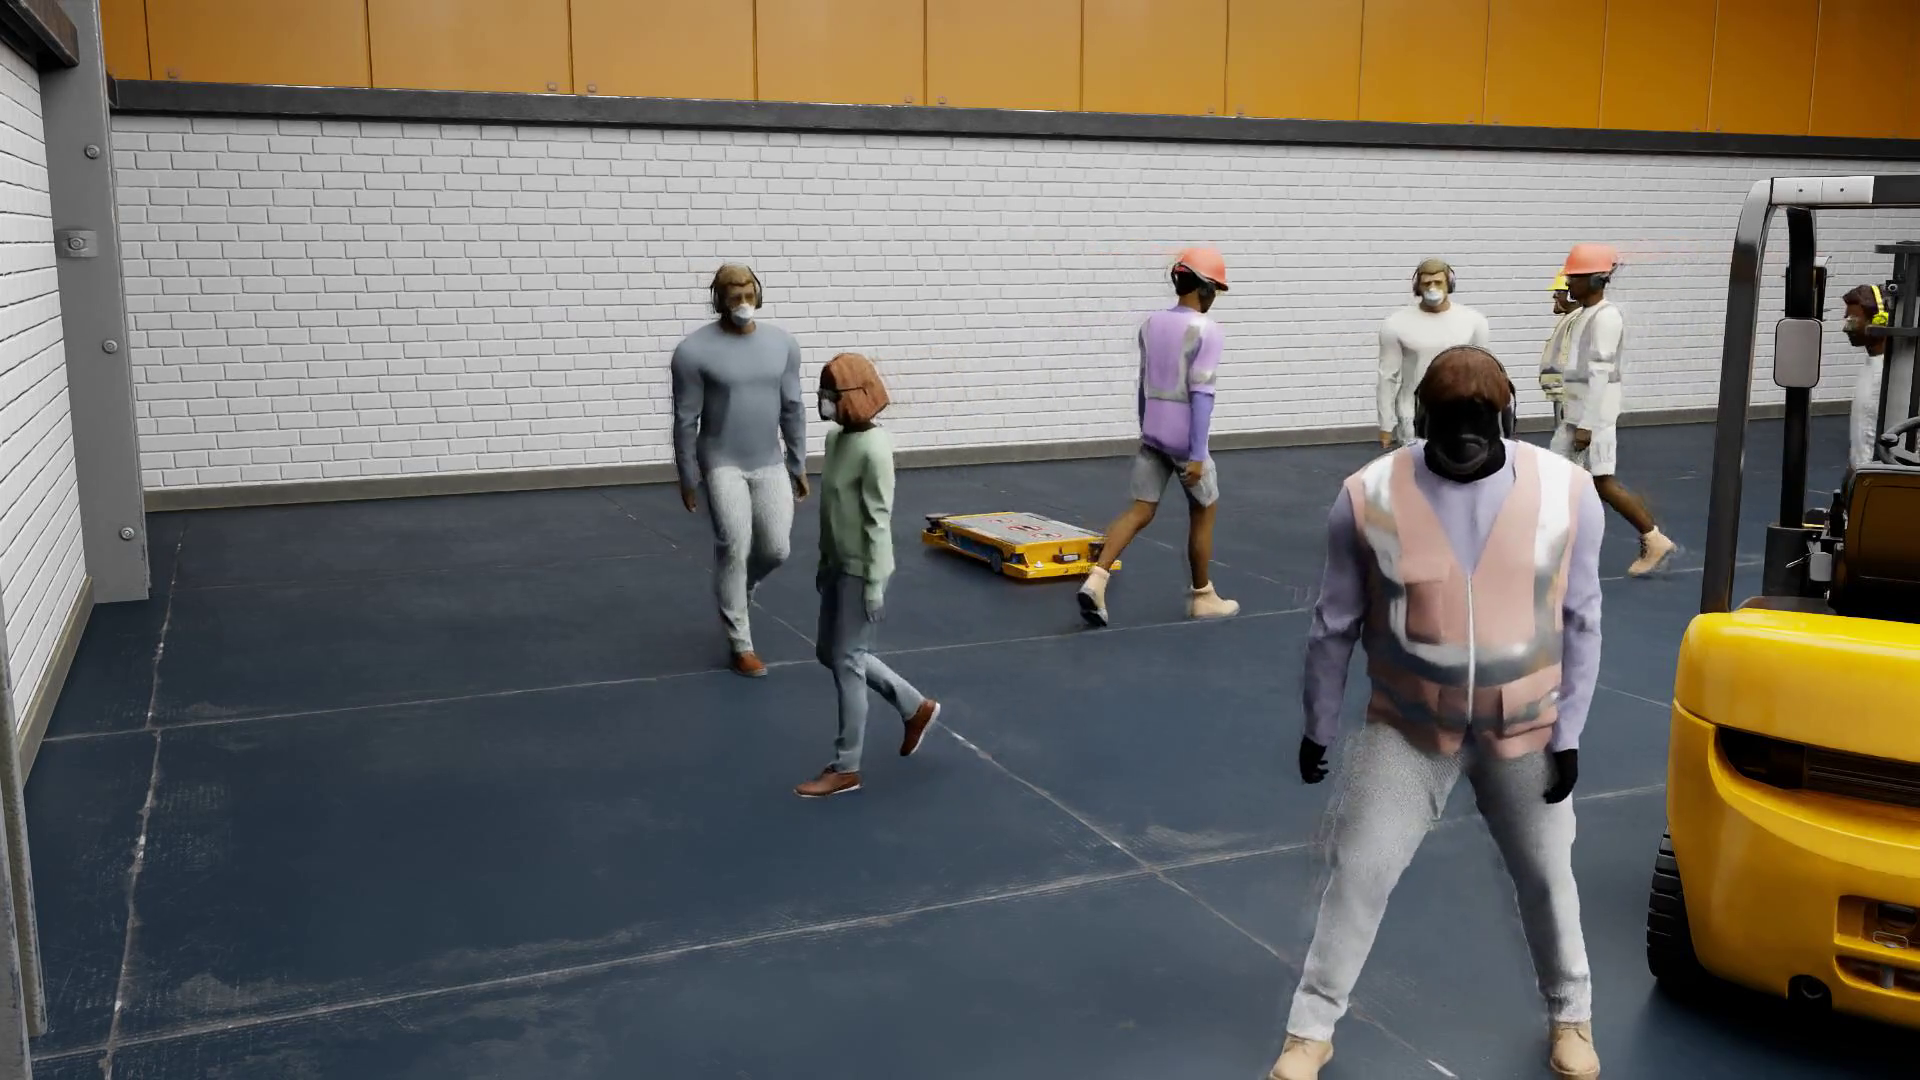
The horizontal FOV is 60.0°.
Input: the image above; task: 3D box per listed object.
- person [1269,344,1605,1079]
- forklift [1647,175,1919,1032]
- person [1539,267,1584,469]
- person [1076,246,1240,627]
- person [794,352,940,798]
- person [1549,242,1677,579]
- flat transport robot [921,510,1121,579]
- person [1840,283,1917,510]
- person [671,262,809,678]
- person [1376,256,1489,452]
[{"bbox_3d":[1.144,0.433,3.943,0.784,1.793,0.537,2,11,13],"label":"person"},{"bbox_3d":[2.810,0.094,4.662,1.214,2.155,2.313,7,12,34],"label":"forklift"},{"bbox_3d":[4.393,-1.056,12.034,0.403,1.826,0.596,3,11,15],"label":"person"},{"bbox_3d":[1.049,-0.523,8.643,0.975,1.999,0.635,-7,12,-33],"label":"person"},{"bbox_3d":[-0.348,0.120,6.076,0.546,1.617,0.517,-4,11,-23],"label":"person"},{"bbox_3d":[3.790,-0.749,9.854,0.939,2.016,0.621,1,10,3],"label":"person"},{"bbox_3d":[0.355,0.008,10.439,0.652,0.197,1.431,-5,11,-27],"label":"flat transport robot"},{"bbox_3d":[4.209,-0.239,7.509,0.854,1.830,0.546,4,11,19],"label":"person"},{"bbox_3d":[-1.060,-0.342,7.822,0.635,1.920,0.628,-6,12,-29],"label":"person"},{"bbox_3d":[2.765,-0.695,9.766,0.649,1.916,0.446,2,10,9],"label":"person"}]
